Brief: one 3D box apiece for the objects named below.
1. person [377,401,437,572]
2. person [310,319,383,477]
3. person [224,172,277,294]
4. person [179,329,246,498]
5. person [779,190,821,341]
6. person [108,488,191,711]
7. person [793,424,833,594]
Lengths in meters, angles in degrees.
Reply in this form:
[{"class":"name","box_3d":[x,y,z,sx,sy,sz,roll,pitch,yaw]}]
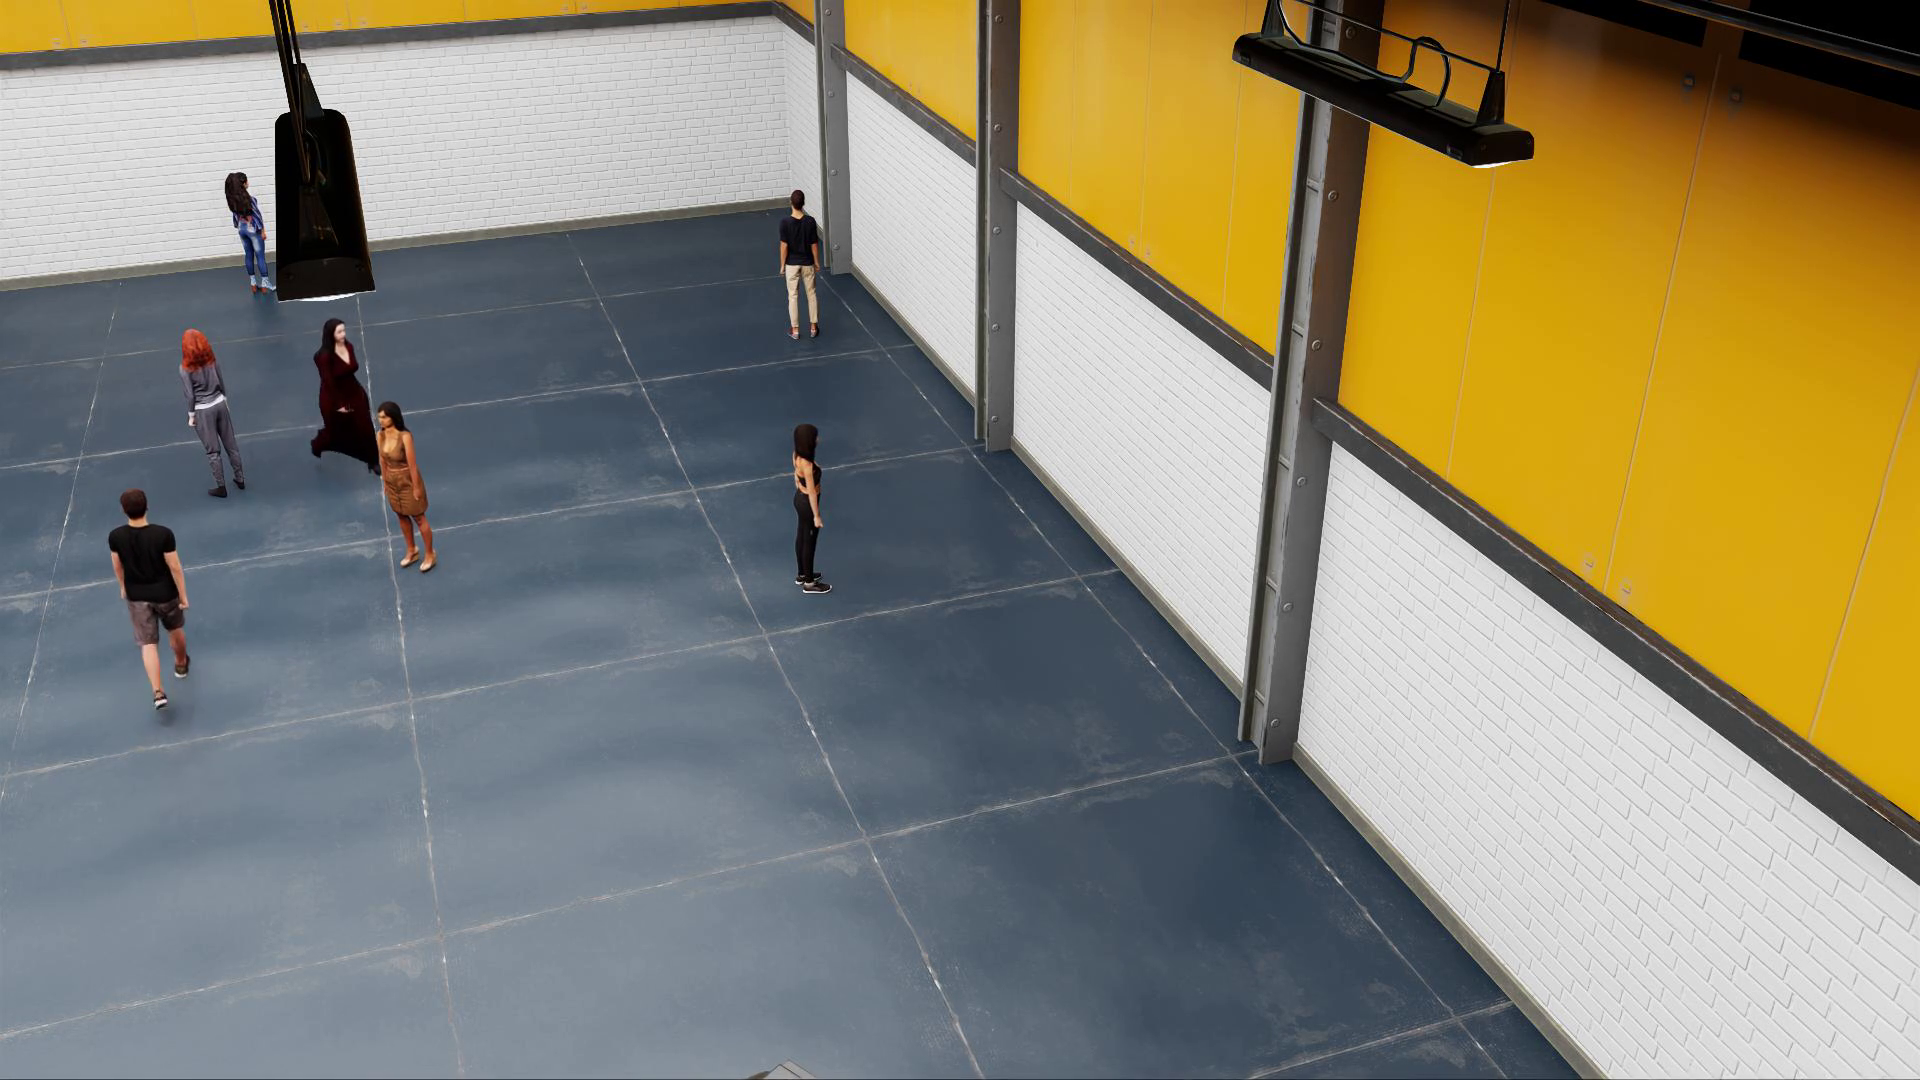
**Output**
[{"class":"person","box_3d":[-5.112,-0.503,15.309,0.631,1.687,0.690,13,31,22]},{"class":"person","box_3d":[-6.384,-1.427,16.977,1.171,1.713,1.062,15,32,25]},{"class":"person","box_3d":[-9.344,-4.059,21.903,0.692,1.616,0.741,11,30,19]},{"class":"person","box_3d":[-7.502,-1.280,16.638,0.680,1.779,0.657,18,34,30]},{"class":"person","box_3d":[-1.958,-3.382,20.407,0.645,1.859,0.530,-8,30,-14]},{"class":"person","box_3d":[-6.497,0.492,13.333,0.671,1.834,1.182,-10,30,-18]},{"class":"person","box_3d":[-1.382,-0.301,14.984,0.632,1.643,0.431,-11,31,-20]}]
